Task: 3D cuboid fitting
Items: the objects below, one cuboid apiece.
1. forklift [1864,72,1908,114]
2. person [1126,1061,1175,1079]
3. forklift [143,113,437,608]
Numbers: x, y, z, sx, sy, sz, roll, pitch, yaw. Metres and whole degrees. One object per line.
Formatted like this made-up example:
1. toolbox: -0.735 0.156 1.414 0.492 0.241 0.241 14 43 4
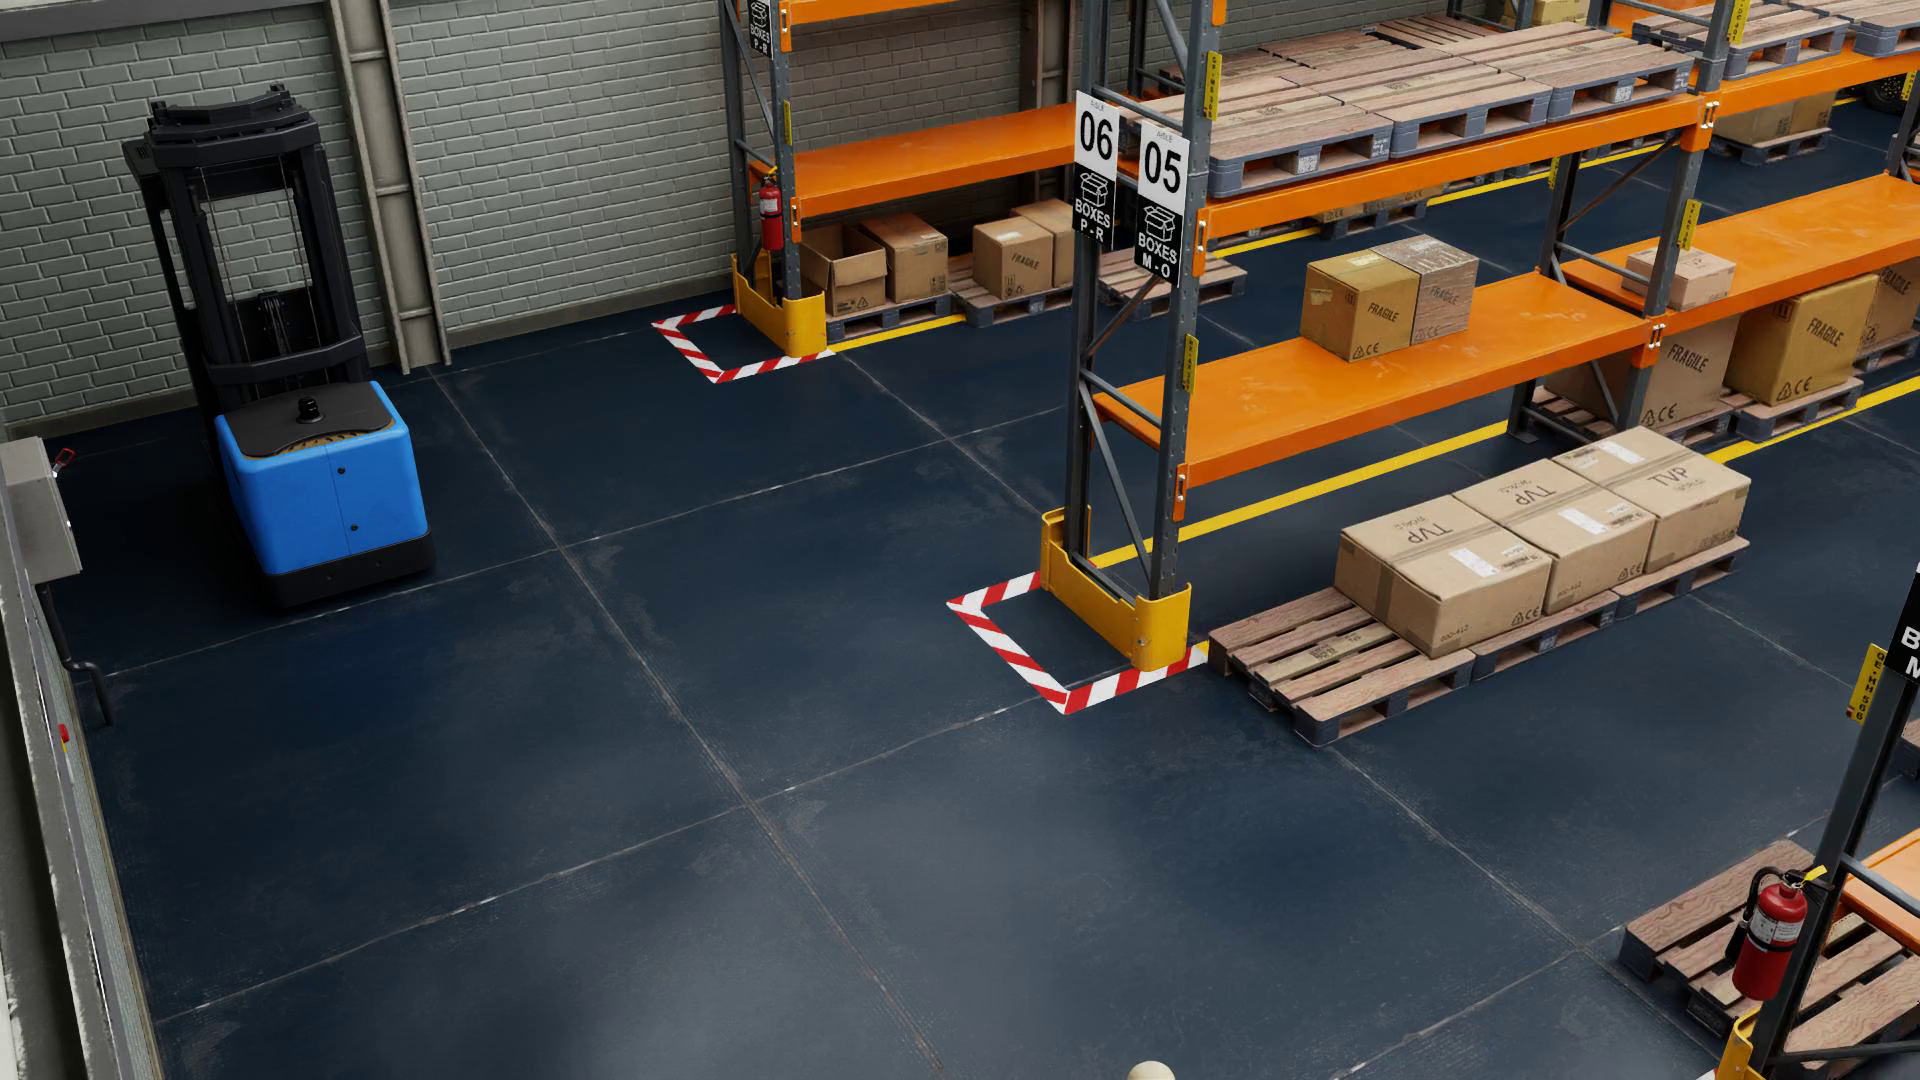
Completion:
1. forklift: 11.468 -5.645 18.244 1.214 2.155 2.313 -17 36 -26
2. person: 0.580 2.392 5.619 0.592 1.800 0.393 -9 33 -15
3. forklift: -4.289 -1.259 10.509 1.129 2.768 1.873 -17 36 -26
